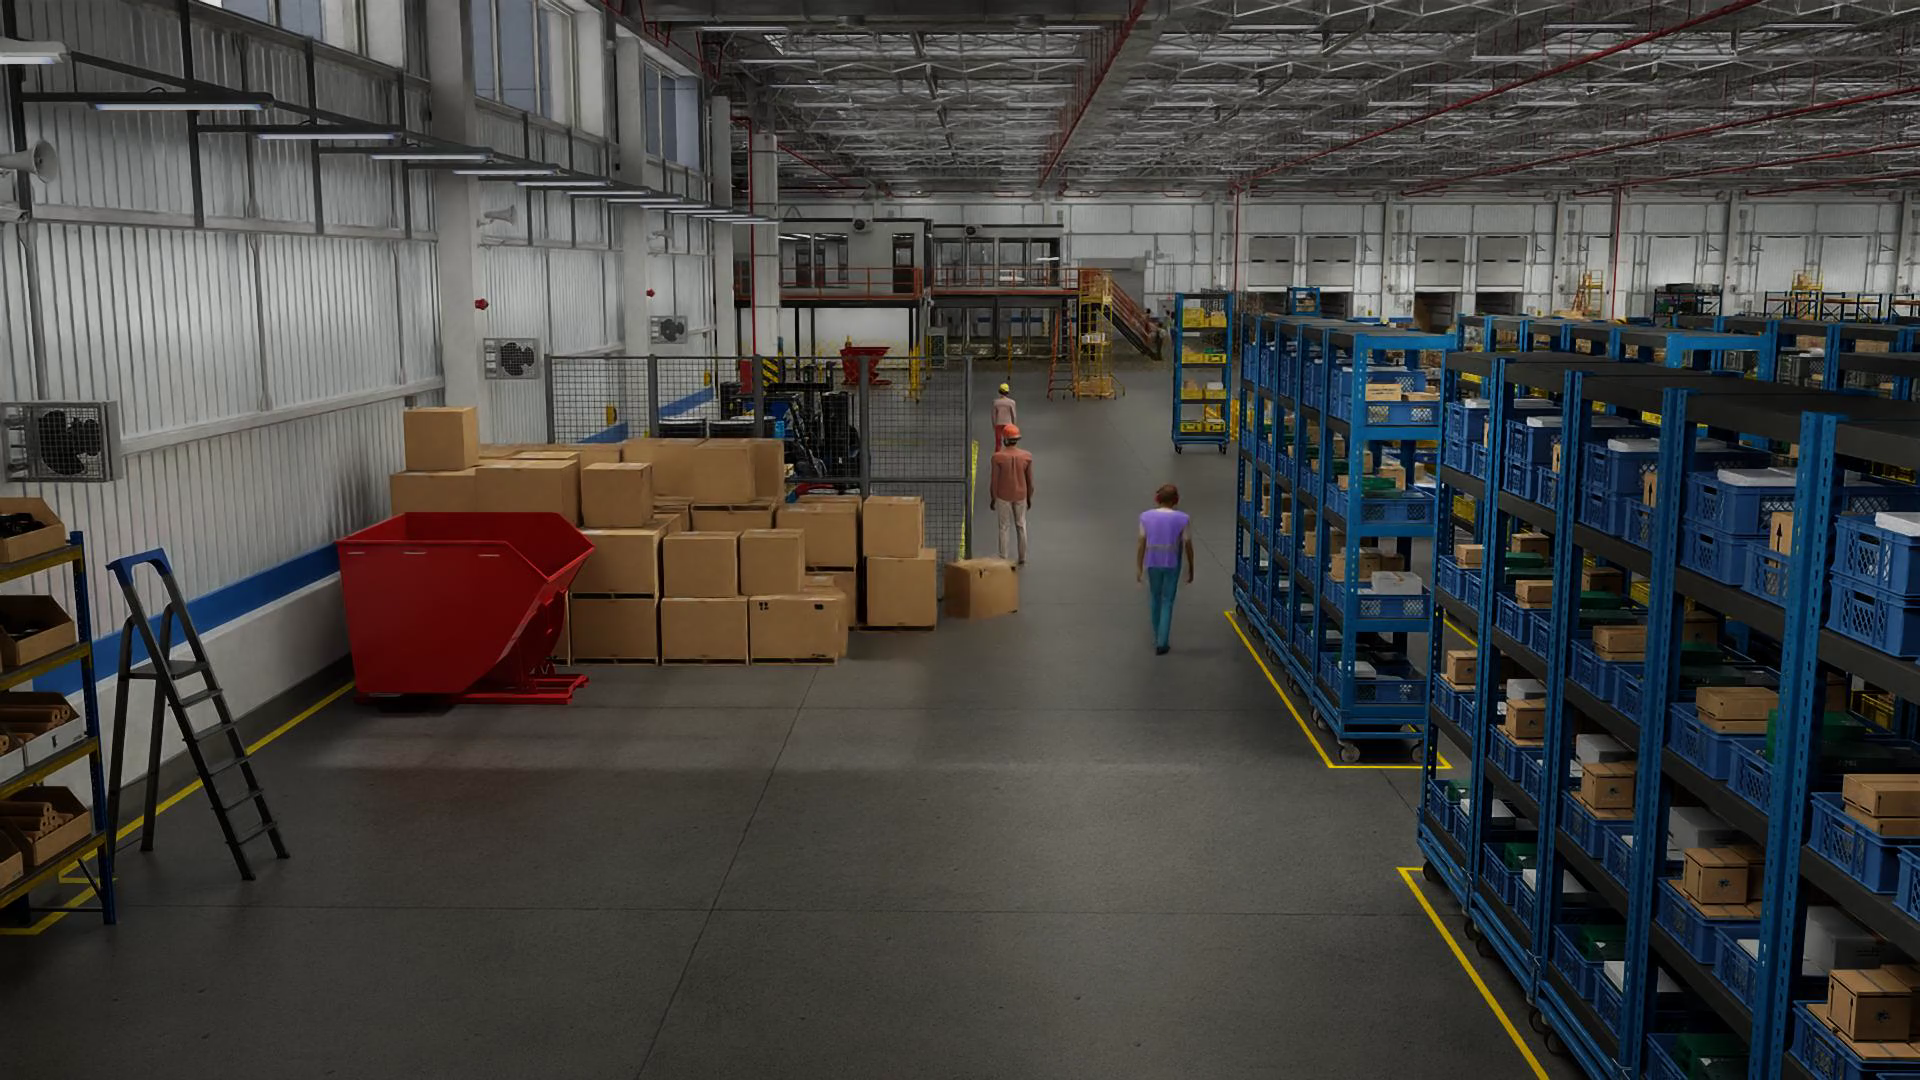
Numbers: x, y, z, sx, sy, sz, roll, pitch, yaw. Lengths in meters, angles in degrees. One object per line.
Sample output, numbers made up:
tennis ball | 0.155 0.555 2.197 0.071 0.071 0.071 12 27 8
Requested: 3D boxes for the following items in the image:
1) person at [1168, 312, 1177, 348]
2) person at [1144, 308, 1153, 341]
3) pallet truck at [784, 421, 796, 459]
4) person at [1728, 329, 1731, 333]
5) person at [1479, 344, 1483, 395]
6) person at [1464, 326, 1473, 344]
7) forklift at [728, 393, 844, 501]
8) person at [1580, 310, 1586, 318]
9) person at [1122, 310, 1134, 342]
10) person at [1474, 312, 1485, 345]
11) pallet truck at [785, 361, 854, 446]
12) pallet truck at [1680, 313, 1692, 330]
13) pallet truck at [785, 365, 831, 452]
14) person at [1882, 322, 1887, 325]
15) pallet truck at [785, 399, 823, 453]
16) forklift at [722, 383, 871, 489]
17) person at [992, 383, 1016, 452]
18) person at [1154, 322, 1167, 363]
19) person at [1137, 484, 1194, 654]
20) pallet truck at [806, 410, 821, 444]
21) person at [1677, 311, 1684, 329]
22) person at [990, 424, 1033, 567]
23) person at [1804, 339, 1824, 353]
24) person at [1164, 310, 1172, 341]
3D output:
person | 11.347 -11.137 88.232 0.366 1.915 0.597 -4 10 -25
person | 10.978 -12.519 96.808 0.495 1.905 0.599 -2 9 -12
pallet truck | -4.013 -1.793 32.705 1.601 1.201 0.680 0 9 1
person | 29.805 -7.332 64.602 0.613 1.964 0.361 -7 11 -35
person | 16.584 -5.293 52.574 0.663 1.785 0.539 7 12 37
person | 24.667 -9.910 80.896 0.786 1.852 0.653 -3 10 -17
forklift | -2.979 -1.316 26.476 2.680 1.987 1.157 0 9 1
person | 34.637 -11.861 92.729 0.623 1.900 0.607 5 10 27
person | 9.702 -12.270 95.506 0.883 1.832 0.524 -6 11 -34
person | 28.502 -11.524 90.746 0.604 1.867 1.004 -6 11 -33
pallet truck | -3.410 -3.193 38.978 1.885 1.965 0.823 0 9 -1
pallet truck | 36.315 -10.531 84.244 0.823 1.965 1.885 -6 11 -33
pallet truck | -3.774 -2.976 37.635 1.885 1.965 0.823 1 9 5
person | 41.031 -8.771 73.826 0.523 1.855 0.699 0 9 0
pallet truck | -3.814 -2.432 36.419 1.630 1.274 0.653 0 9 1
forklift | -2.893 -1.687 28.729 2.680 1.987 1.157 0 9 -1
person | 0.917 -2.376 34.648 0.522 1.769 0.310 2 9 11
person | 8.983 -8.814 74.272 0.962 1.792 0.528 -8 12 -42
person | 2.254 0.293 18.087 0.587 1.792 0.954 4 10 21
pallet truck | -3.559 -2.018 33.905 1.522 1.261 0.704 0 9 -1
person | 38.934 -11.424 89.969 0.594 1.924 0.382 -7 11 -36
person | 0.706 -0.601 22.986 0.623 1.994 0.382 -3 10 -16
person | 27.560 -5.554 53.855 0.679 1.890 0.462 1 9 6
person | 12.079 -12.539 97.209 0.817 1.816 0.632 4 10 21
